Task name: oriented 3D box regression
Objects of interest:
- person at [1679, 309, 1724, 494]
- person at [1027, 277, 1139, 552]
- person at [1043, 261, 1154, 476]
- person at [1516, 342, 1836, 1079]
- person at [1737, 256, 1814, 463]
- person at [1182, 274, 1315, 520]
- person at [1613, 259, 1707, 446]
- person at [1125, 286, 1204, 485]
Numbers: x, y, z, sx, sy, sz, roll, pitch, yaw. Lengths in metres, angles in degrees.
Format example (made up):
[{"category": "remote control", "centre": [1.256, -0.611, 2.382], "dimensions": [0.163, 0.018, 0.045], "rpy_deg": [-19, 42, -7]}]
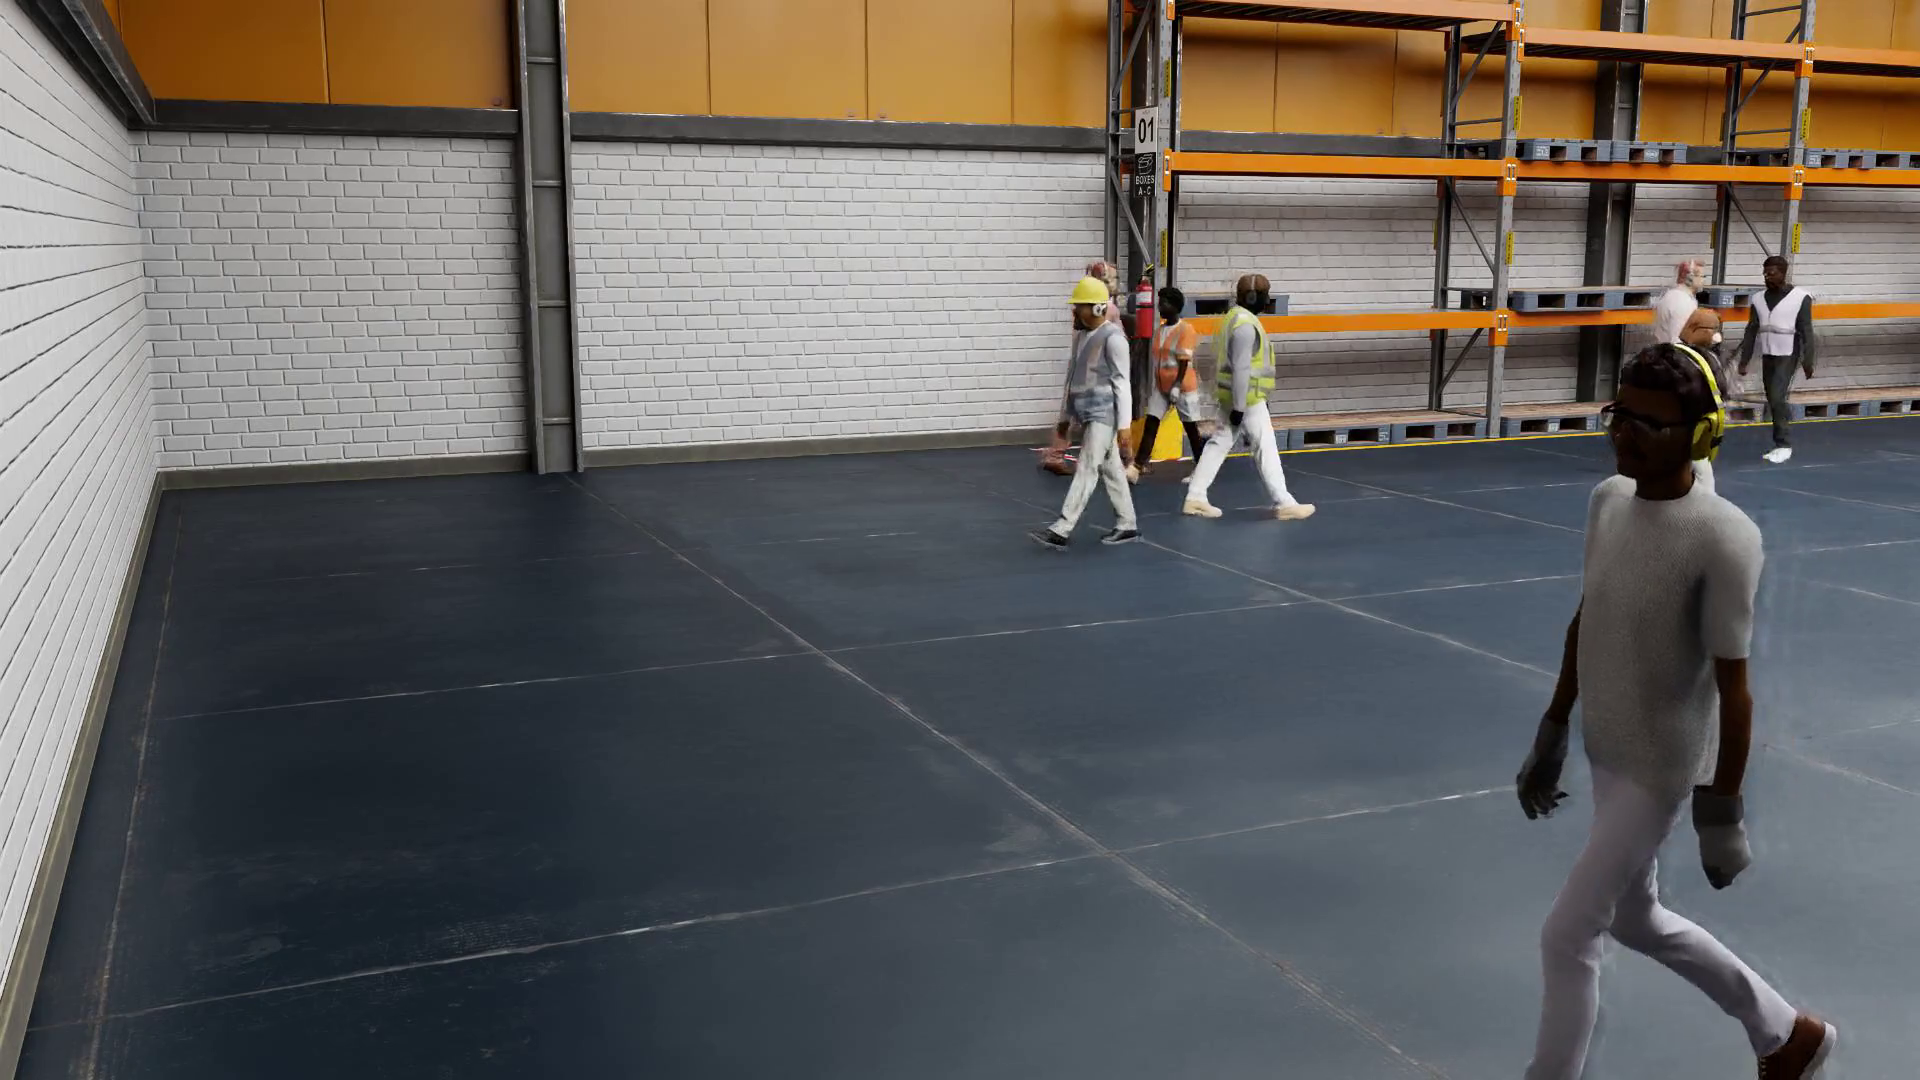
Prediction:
[{"category": "person", "centre": [4.797, -0.718, 10.912], "dimensions": [0.877, 1.589, 0.511], "rpy_deg": [10, 14, 44]}, {"category": "person", "centre": [0.824, -0.820, 10.932], "dimensions": [0.913, 1.782, 0.616], "rpy_deg": [-4, 11, -19]}, {"category": "person", "centre": [1.171, -1.463, 14.322], "dimensions": [0.977, 1.865, 0.659], "rpy_deg": [-3, 11, -19]}, {"category": "person", "centre": [1.512, 0.485, 3.559], "dimensions": [0.875, 1.829, 0.532], "rpy_deg": [-1, 10, -6]}, {"category": "person", "centre": [7.535, -1.669, 15.374], "dimensions": [0.612, 1.889, 0.609], "rpy_deg": [-4, 11, -21]}, {"category": "person", "centre": [2.089, -1.033, 12.122], "dimensions": [0.957, 1.799, 0.632], "rpy_deg": [0, 10, 0]}, {"category": "person", "centre": [6.092, -1.492, 14.435], "dimensions": [0.648, 1.883, 0.660], "rpy_deg": [3, 11, 15]}, {"category": "person", "centre": [1.702, -1.252, 13.712], "dimensions": [0.867, 1.648, 0.536], "rpy_deg": [-6, 12, -32]}]
